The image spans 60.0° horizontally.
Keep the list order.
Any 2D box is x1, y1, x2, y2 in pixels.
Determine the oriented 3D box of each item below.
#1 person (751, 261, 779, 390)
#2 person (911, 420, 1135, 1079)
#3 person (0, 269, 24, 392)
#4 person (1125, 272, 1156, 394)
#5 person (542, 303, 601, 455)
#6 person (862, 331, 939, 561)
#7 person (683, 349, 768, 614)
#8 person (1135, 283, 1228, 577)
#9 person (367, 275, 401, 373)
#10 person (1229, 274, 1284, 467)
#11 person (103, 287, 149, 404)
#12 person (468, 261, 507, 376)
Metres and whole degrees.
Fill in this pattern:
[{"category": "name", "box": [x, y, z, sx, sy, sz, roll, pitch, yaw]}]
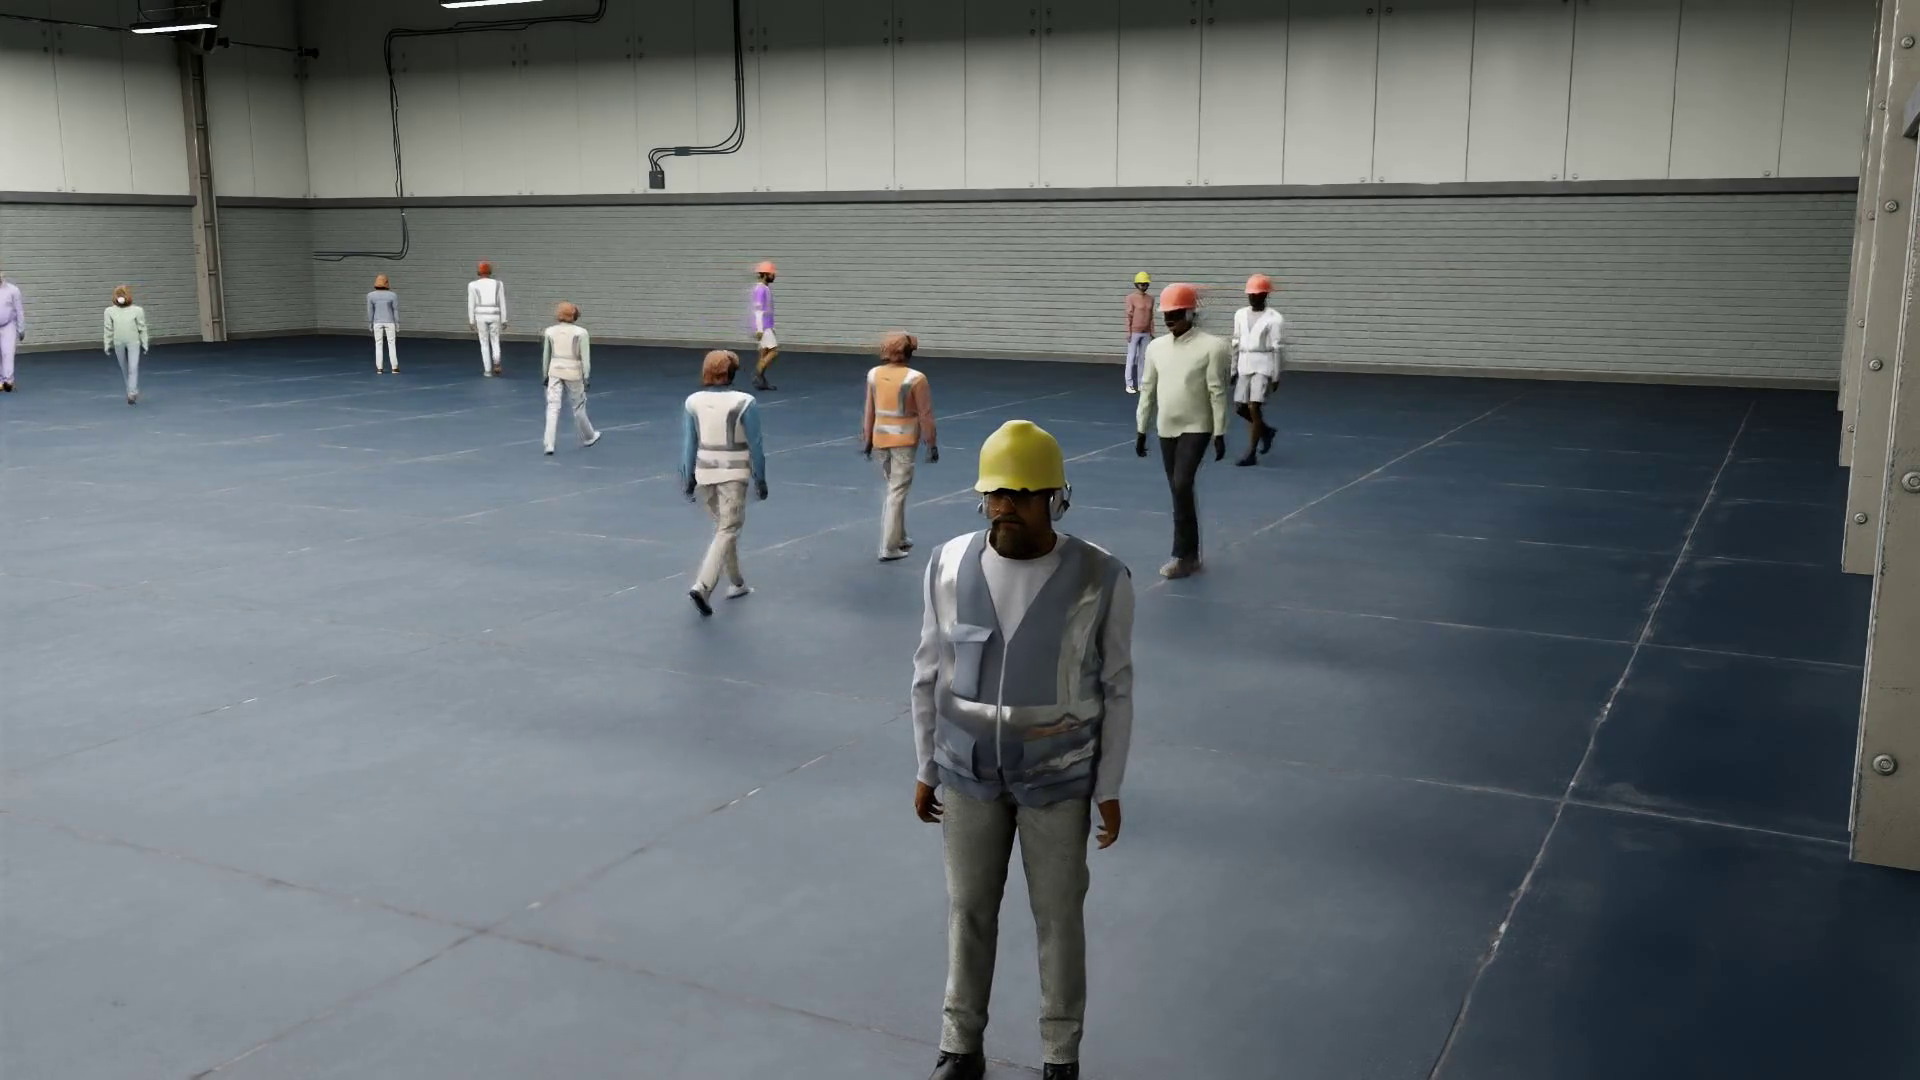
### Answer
[{"category": "person", "box": [-2.862, -3.154, 24.589, 0.419, 1.922, 0.553, -1, 10, -3]}, {"category": "person", "box": [0.148, 0.599, 4.338, 0.586, 1.835, 0.403, 3, 11, 15]}, {"category": "person", "box": [-14.103, -3.083, 24.361, 0.652, 1.854, 1.014, -4, 11, -19]}, {"category": "person", "box": [2.636, -3.023, 24.277, 0.524, 1.770, 0.315, -7, 12, -33]}, {"category": "person", "box": [-4.173, -1.716, 17.657, 0.579, 1.581, 0.934, 2, 11, 9]}, {"category": "person", "box": [-0.377, -0.679, 11.882, 0.552, 1.613, 0.665, 7, 13, 35]}, {"category": "person", "box": [-1.483, -0.370, 10.260, 0.521, 1.612, 0.807, 5, 12, 25]}, {"category": "person", "box": [1.446, -0.737, 11.243, 0.647, 1.966, 0.769, 9, 14, 41]}, {"category": "person", "box": [-9.612, -3.596, 27.762, 0.507, 1.631, 0.265, -2, 11, -9]}, {"category": "person", "box": [3.005, -1.710, 16.698, 0.565, 1.920, 0.674, 10, 14, 44]}, {"category": "person", "box": [-11.326, -2.623, 22.544, 0.525, 1.591, 0.817, -2, 11, -12]}, {"category": "person", "box": [-7.699, -3.591, 27.083, 0.602, 1.872, 0.445, -5, 12, -27]}]
